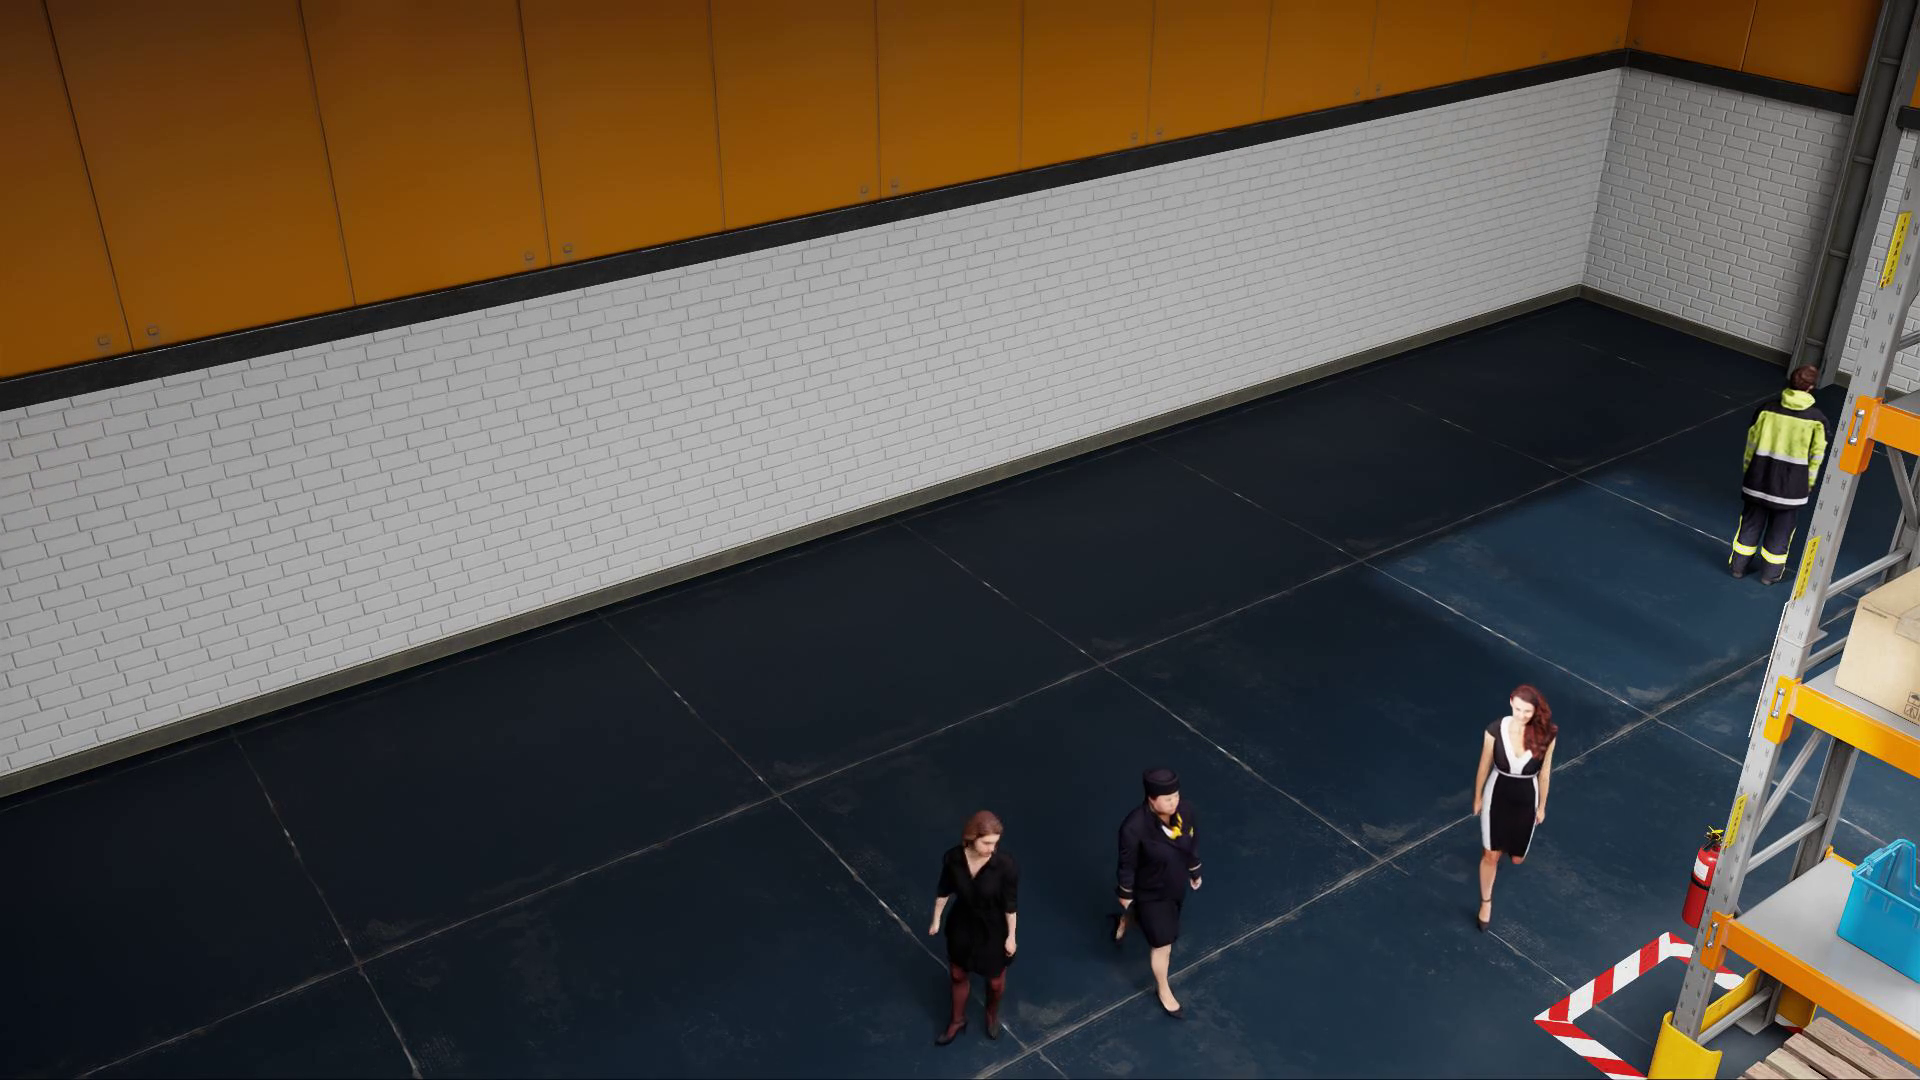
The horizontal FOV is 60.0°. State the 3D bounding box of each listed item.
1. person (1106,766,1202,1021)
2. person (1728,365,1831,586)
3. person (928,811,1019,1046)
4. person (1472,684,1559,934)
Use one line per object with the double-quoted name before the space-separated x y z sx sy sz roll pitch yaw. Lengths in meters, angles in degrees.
"person" 1.135 2.010 9.870 0.689 1.649 1.018 -19 34 -31
"person" 7.009 -0.566 14.245 0.725 1.983 0.909 19 34 31
"person" 0.134 2.204 9.466 0.694 1.695 0.819 18 33 30
"person" 3.448 1.625 10.436 0.895 1.783 0.931 8 30 14
